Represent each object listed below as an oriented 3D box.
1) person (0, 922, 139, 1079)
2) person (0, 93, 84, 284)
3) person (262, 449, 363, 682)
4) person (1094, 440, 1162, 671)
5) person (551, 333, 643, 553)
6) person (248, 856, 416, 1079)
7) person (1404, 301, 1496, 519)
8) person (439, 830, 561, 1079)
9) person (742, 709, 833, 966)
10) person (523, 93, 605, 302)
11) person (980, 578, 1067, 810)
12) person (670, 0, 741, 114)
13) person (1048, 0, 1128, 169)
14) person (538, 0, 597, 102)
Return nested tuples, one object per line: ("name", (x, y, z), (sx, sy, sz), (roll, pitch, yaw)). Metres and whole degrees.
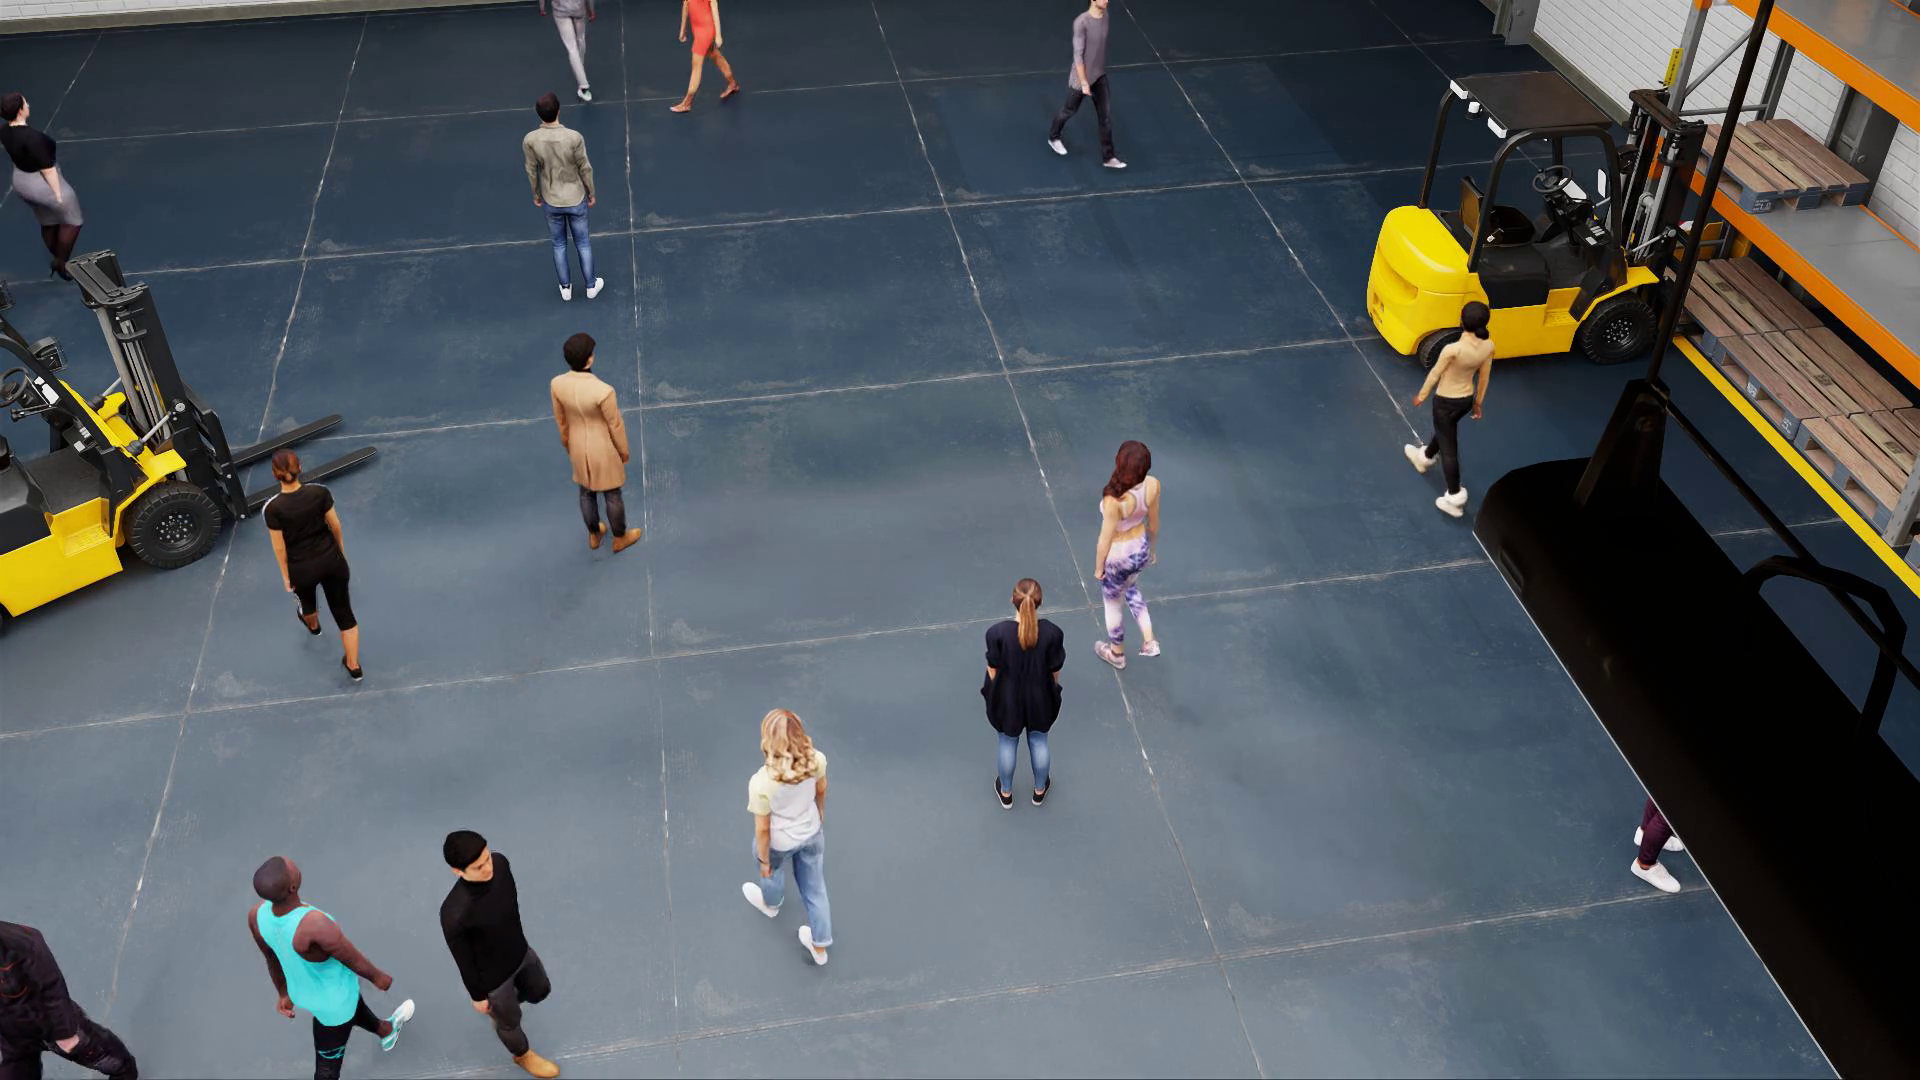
("person", (-4.300, 2.198, 7.786), (0.880, 1.860, 1.240), (1, 39, 2))
("person", (-7.994, -2.978, 14.356), (0.826, 1.749, 0.885), (17, 42, 20))
("person", (-4.027, 0.202, 10.463), (0.859, 1.638, 1.103), (-23, 44, -26))
("person", (1.087, 0.160, 10.419), (0.743, 1.758, 0.829), (-26, 45, -29))
("person", (-2.531, -0.654, 11.464), (0.743, 1.726, 0.759), (10, 40, 12))
("person", (-3.045, 2.227, 7.828), (1.057, 1.762, 1.262), (15, 41, 18))
("person", (3.560, -0.918, 11.880), (0.745, 1.620, 1.151), (-14, 41, -17))
("person", (-2.313, 2.018, 8.132), (0.916, 1.709, 0.869), (16, 41, 19))
("person", (-0.823, 1.602, 8.659), (0.890, 1.701, 1.042), (-26, 45, -29))
("person", (-3.378, -2.904, 14.170), (0.712, 1.865, 0.599), (-4, 39, -5))
("person", (0.362, 0.891, 9.564), (0.666, 1.683, 0.606), (0, 39, -1))
("person", (-2.608, -5.329, 17.365), (1.071, 1.668, 1.156), (-29, 47, -31))
("person", (1.176, -4.564, 16.297), (1.094, 1.804, 1.297), (-29, 47, -31))
("person", (-4.095, -5.529, 17.511), (0.913, 1.797, 1.228), (-16, 41, -20))
